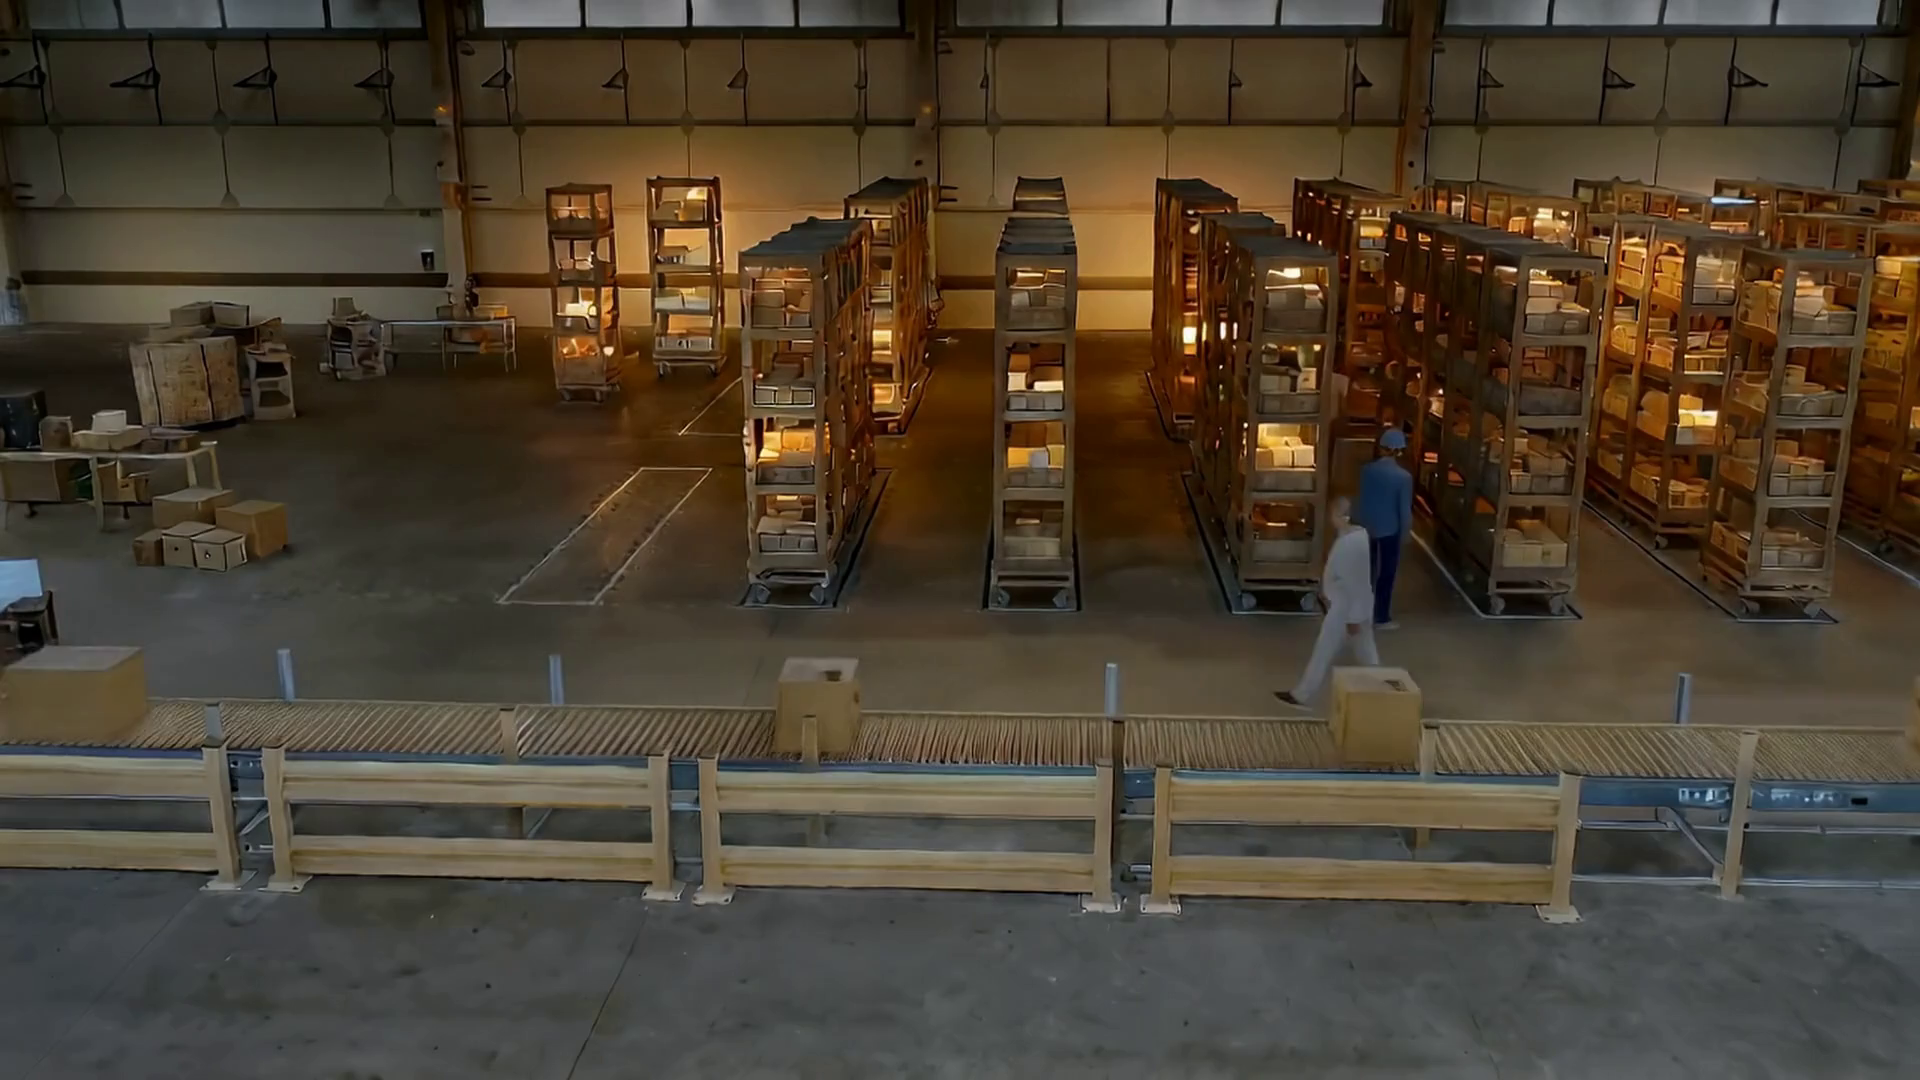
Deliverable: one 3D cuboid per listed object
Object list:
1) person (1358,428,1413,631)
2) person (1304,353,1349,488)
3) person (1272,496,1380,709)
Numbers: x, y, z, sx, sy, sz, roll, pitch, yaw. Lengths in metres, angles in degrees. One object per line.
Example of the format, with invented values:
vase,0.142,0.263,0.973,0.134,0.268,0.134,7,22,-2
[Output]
person,4.148,-0.111,16.213,0.428,1.980,0.629,-11,18,-34
person,4.856,-1.632,22.197,0.583,1.791,0.961,2,15,7
person,3.172,0.544,13.984,0.973,1.862,0.648,6,16,22
